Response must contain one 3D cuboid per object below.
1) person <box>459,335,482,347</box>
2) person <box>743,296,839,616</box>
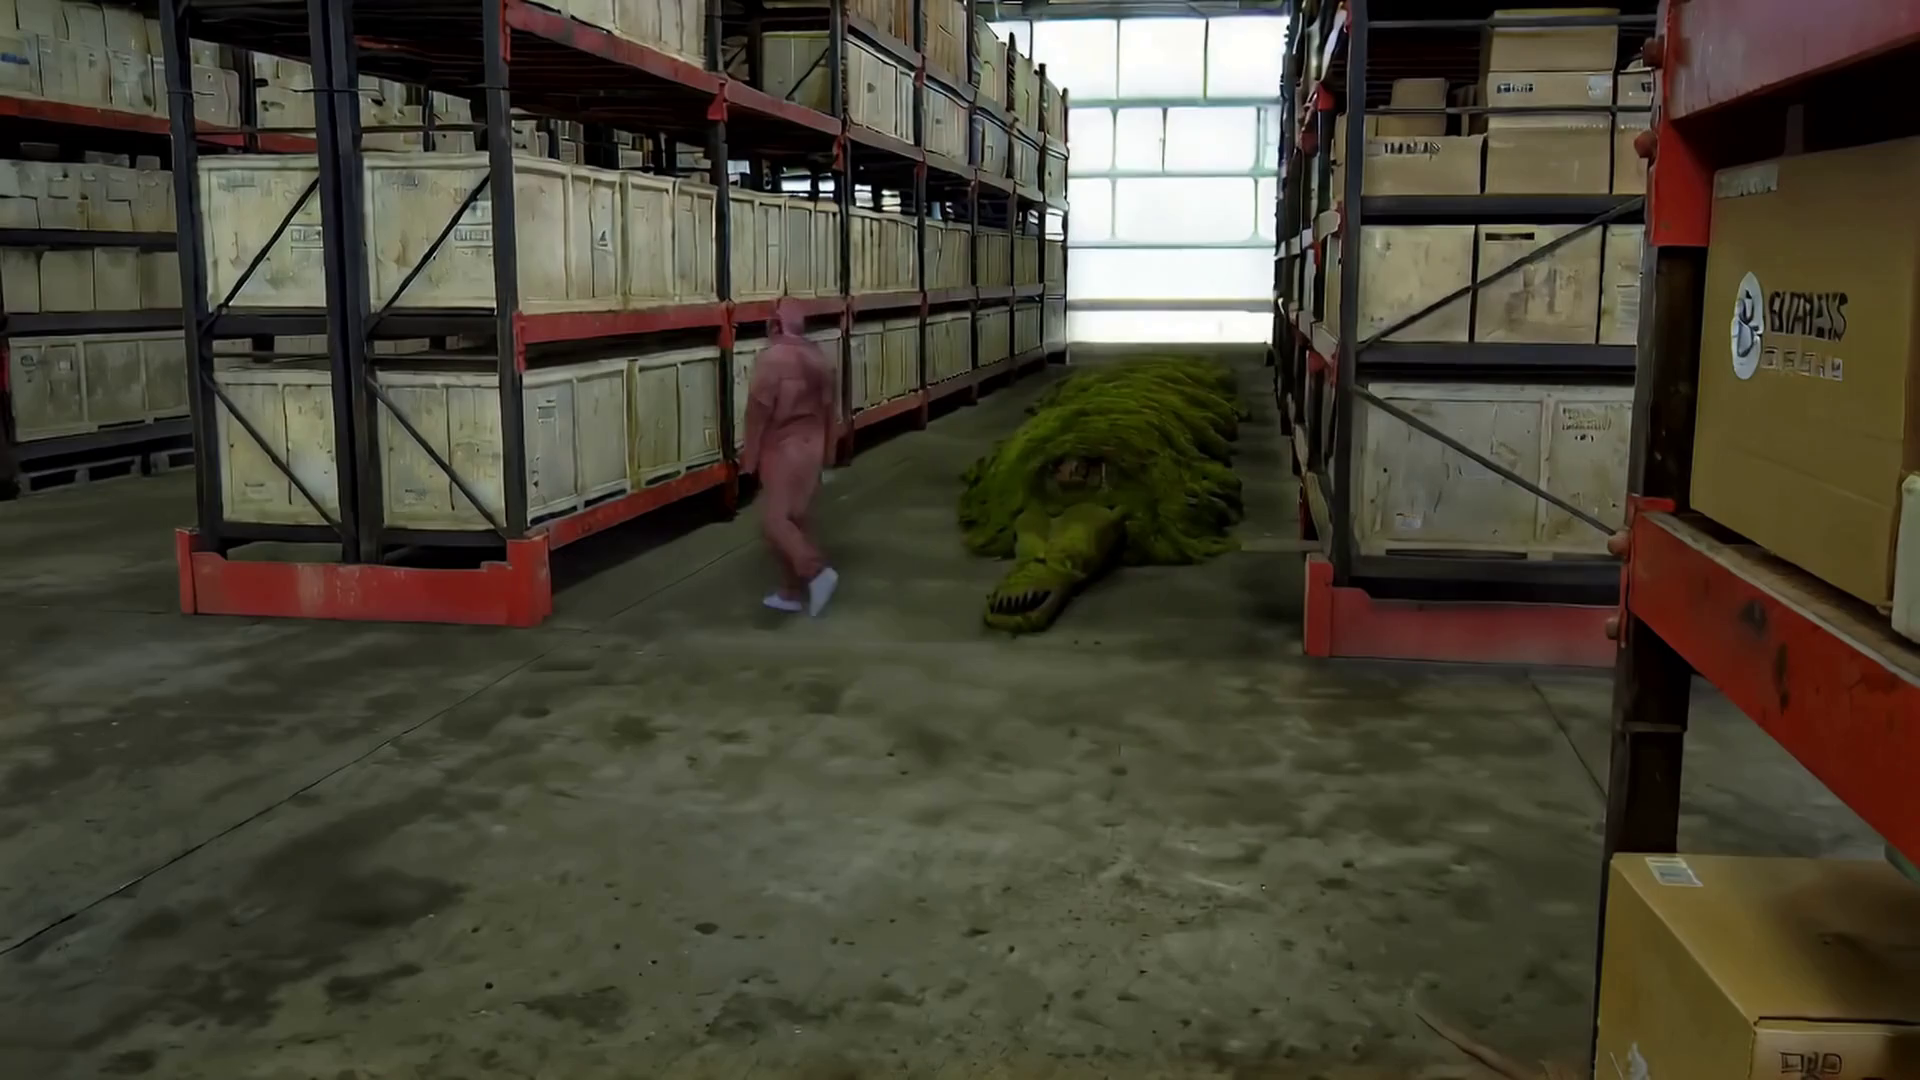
[{"bbox_3d":[-5.150,-1.847,18.182,0.637,1.902,0.406,-5,10,-26],"label":"person"},{"bbox_3d":[-0.960,-0.479,9.736,0.739,1.889,0.659,9,13,43],"label":"person"}]
